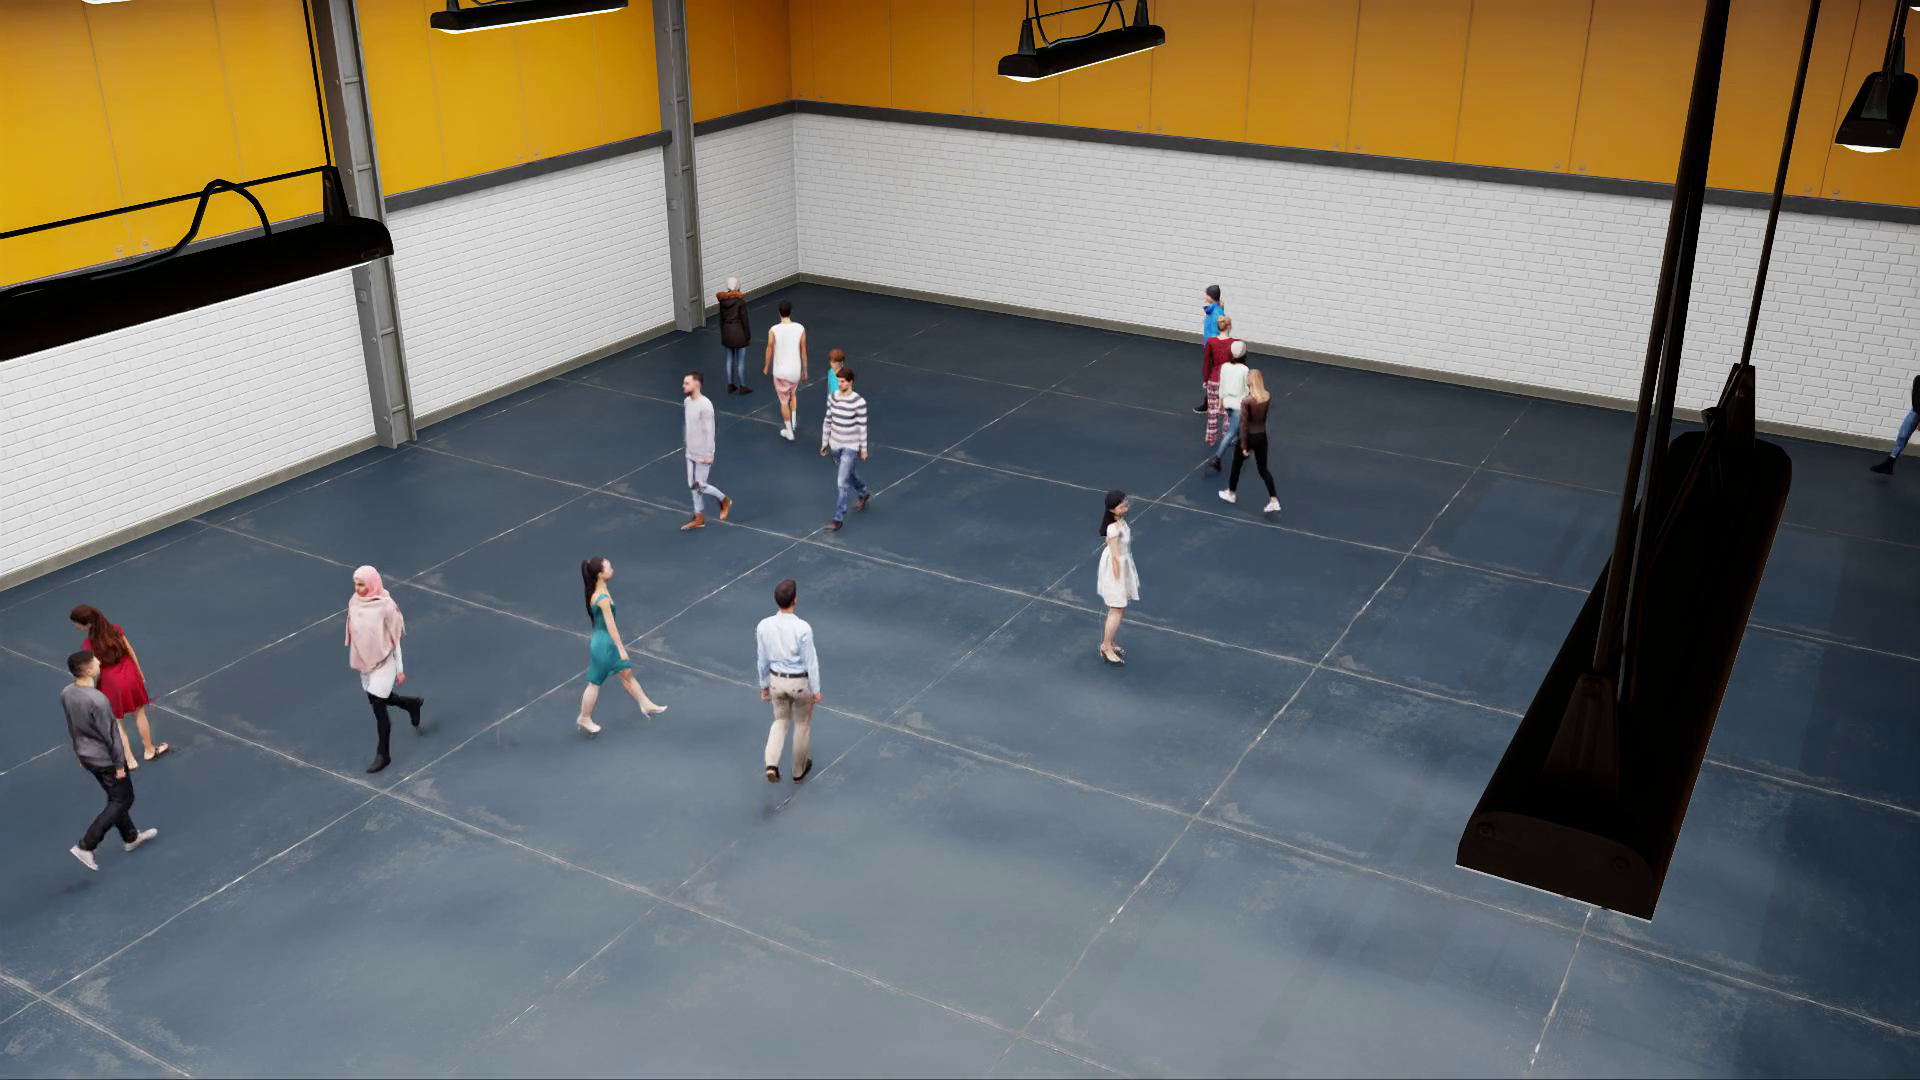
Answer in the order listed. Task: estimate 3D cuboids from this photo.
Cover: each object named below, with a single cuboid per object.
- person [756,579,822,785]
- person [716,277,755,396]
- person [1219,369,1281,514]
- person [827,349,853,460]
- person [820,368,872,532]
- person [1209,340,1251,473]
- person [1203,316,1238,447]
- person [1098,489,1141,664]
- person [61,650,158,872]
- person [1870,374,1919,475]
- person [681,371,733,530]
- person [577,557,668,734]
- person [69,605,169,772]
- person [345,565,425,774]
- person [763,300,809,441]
[{"bbox_3d":[-1.397,1.203,13.437,0.752,1.836,0.933,7,25,16],"label":"person"},{"bbox_3d":[-3.098,-2.814,22.878,0.642,1.635,0.610,11,26,23],"label":"person"},{"bbox_3d":[3.398,-1.091,18.897,1.136,1.667,1.025,-14,27,-28],"label":"person"},{"bbox_3d":[-1.420,-1.707,20.606,0.604,1.427,0.727,20,31,38],"label":"person"},{"bbox_3d":[-1.231,-1.069,18.672,0.712,1.806,1.238,15,28,31],"label":"person"},{"bbox_3d":[3.287,-1.595,20.118,0.752,1.612,1.150,21,31,39],"label":"person"},{"bbox_3d":[3.299,-2.011,20.959,0.657,1.701,0.574,7,24,15],"label":"person"},{"bbox_3d":[1.458,0.332,15.527,0.822,1.760,0.702,-1,24,-3],"label":"person"},{"bbox_3d":[-6.504,1.671,12.483,0.665,1.744,0.975,11,26,23],"label":"person"},{"bbox_3d":[11.579,-1.465,19.769,0.869,1.653,1.171,8,25,18],"label":"person"},{"bbox_3d":[-2.845,-1.004,18.499,0.969,1.827,0.862,-18,29,-35],"label":"person"},{"bbox_3d":[-3.131,0.947,14.263,1.066,1.644,0.981,-8,25,-17],"label":"person"},{"bbox_3d":[-6.976,1.179,13.881,0.569,1.525,0.787,-21,31,-39],"label":"person"},{"bbox_3d":[-4.810,1.017,13.928,0.753,1.784,1.103,9,25,19],"label":"person"},{"bbox_3d":[-2.174,-2.122,21.139,0.860,1.761,0.917,-11,26,-24],"label":"person"}]
